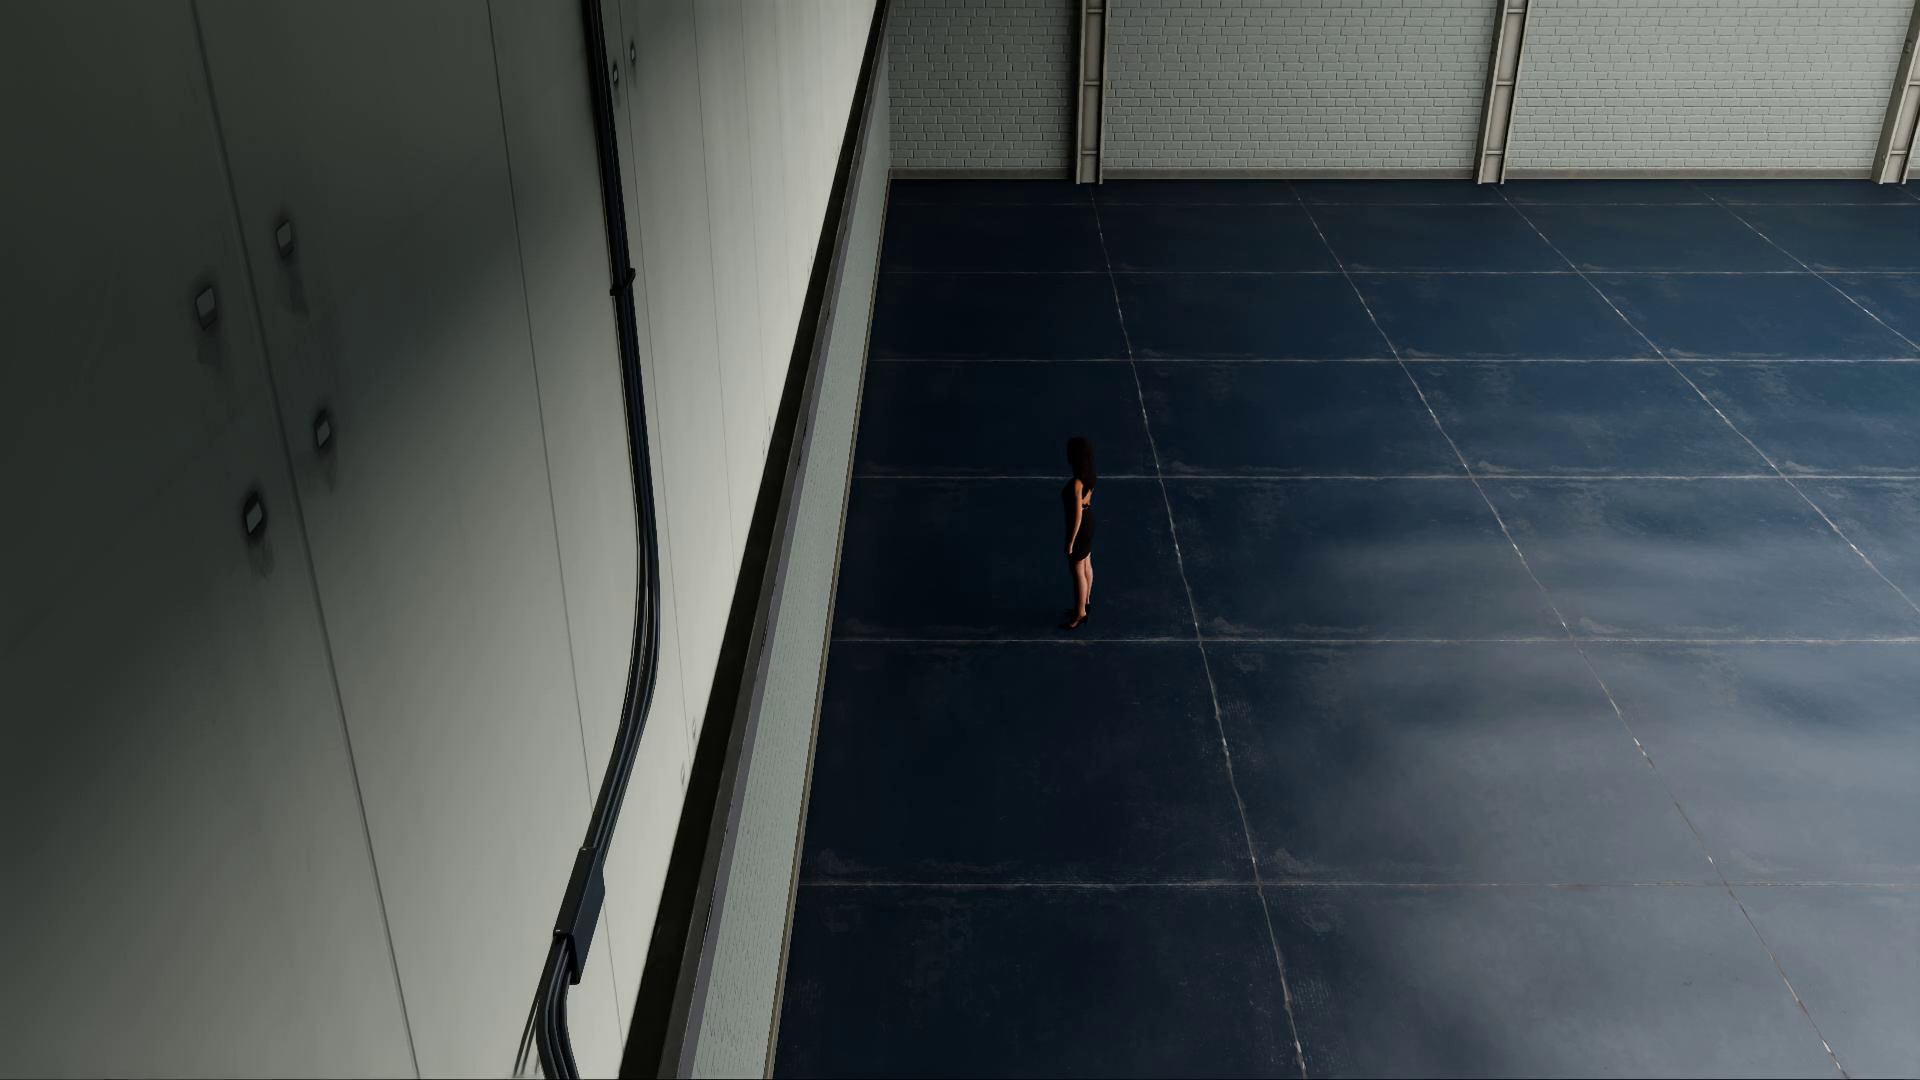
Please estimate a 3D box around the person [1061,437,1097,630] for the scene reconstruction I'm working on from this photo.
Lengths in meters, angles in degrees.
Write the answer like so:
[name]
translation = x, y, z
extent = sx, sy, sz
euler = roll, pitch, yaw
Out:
[person]
translation = 0.955, -0.057, 13.199
extent = 0.595, 1.648, 0.630
euler = 10, 30, 18
